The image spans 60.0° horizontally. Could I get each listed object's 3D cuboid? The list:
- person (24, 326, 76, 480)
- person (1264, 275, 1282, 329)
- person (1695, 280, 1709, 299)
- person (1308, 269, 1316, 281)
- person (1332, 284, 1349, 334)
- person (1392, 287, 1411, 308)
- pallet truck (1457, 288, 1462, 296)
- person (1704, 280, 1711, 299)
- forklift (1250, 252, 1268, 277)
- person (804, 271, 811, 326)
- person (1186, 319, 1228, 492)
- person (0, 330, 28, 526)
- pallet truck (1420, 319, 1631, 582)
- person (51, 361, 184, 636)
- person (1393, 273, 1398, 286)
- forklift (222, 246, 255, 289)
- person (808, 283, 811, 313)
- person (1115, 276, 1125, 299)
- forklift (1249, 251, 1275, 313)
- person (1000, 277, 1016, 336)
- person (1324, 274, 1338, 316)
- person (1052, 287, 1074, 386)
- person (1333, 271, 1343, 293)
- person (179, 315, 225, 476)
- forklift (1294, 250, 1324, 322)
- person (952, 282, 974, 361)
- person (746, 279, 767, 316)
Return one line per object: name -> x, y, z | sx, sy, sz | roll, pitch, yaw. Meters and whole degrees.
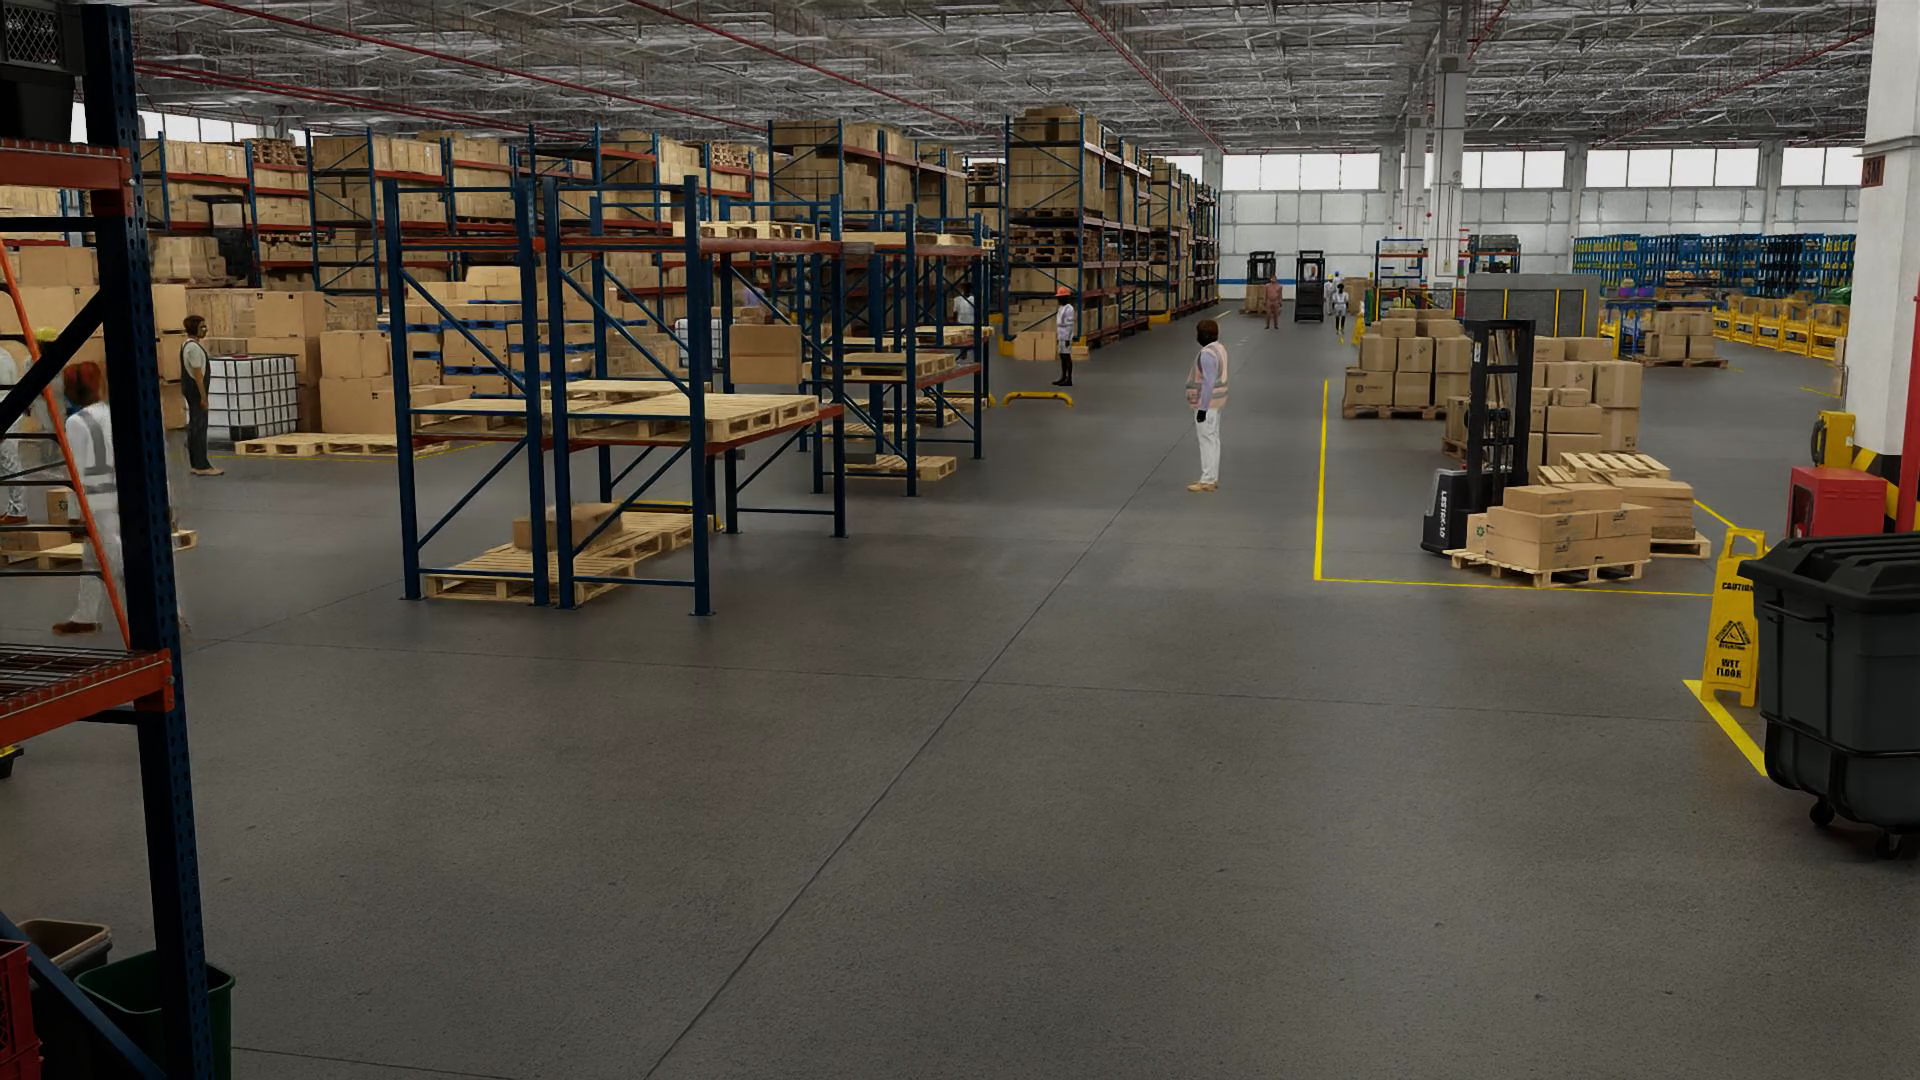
person -> -10.188, -1.526, 18.636 | 0.403, 1.722, 0.503 | 5, 11, 27
person -> 11.173, -8.494, 59.382 | 0.651, 1.907, 0.409 | 2, 10, 11
person -> 32.050, -10.545, 71.875 | 1.002, 1.791, 0.582 | 6, 11, 31
person -> 19.651, -14.129, 92.662 | 0.550, 1.937, 0.357 | -8, 12, -39
person -> 12.535, -7.601, 54.841 | 0.550, 1.644, 0.875 | 2, 10, 13
person -> 12.492, -6.319, 47.118 | 0.542, 1.697, 0.316 | 6, 11, 33
pallet truck -> 20.506, -9.785, 68.819 | 0.653, 1.274, 1.630 | 2, 10, 12
person -> 32.435, -10.679, 72.381 | 0.435, 1.887, 0.675 | 8, 13, 41
forklift -> 15.674, -13.720, 87.448 | 1.129, 2.768, 1.873 | 2, 10, 12
person -> -5.610, -8.962, 61.833 | 0.608, 2.024, 0.612 | -1, 10, -7
person -> 2.625, -1.430, 17.749 | 0.429, 1.840, 0.636 | 3, 10, 19
person -> -8.915, -1.086, 15.467 | 0.367, 1.932, 0.623 | -6, 12, -34
pallet truck -> 4.543, -0.757, 13.299 | 0.823, 1.965, 1.885 | -4, 10, -22
person -> -5.500, -0.240, 10.732 | 0.969, 1.841, 0.575 | 1, 10, 6
person -> 23.090, -13.289, 88.295 | 0.485, 1.734, 0.348 | -6, 11, -33
forklift -> -20.237, -6.849, 46.761 | 1.129, 2.768, 1.873 | 2, 10, 13
person -> -6.835, -11.143, 75.633 | 0.519, 1.731, 0.903 | 4, 10, 20
person -> 8.072, -12.697, 84.346 | 0.650, 1.886, 0.749 | 0, 10, 2
forklift -> 13.512, -11.471, 74.132 | 1.129, 2.768, 1.873 | 2, 10, 12
person -> 1.536, -7.232, 51.908 | 0.410, 1.909, 0.642 | -8, 13, -40
person -> 16.092, -10.597, 72.119 | 0.627, 1.805, 0.757 | 1, 10, 7
person -> 2.032, -3.978, 32.547 | 0.354, 1.939, 0.544 | -3, 10, -18
person -> 18.004, -11.927, 79.654 | 0.653, 1.915, 0.612 | 2, 10, 10
person -> -8.707, -1.648, 19.028 | 0.346, 1.846, 0.505 | -7, 12, -36
forklift -> 13.778, -10.002, 65.433 | 1.129, 2.768, 1.873 | 2, 10, 12
person -> 0.131, -5.335, 40.627 | 0.663, 1.928, 0.603 | 1, 10, 4
person -> -6.244, -7.033, 50.805 | 0.637, 1.904, 1.017 | 4, 10, 21
